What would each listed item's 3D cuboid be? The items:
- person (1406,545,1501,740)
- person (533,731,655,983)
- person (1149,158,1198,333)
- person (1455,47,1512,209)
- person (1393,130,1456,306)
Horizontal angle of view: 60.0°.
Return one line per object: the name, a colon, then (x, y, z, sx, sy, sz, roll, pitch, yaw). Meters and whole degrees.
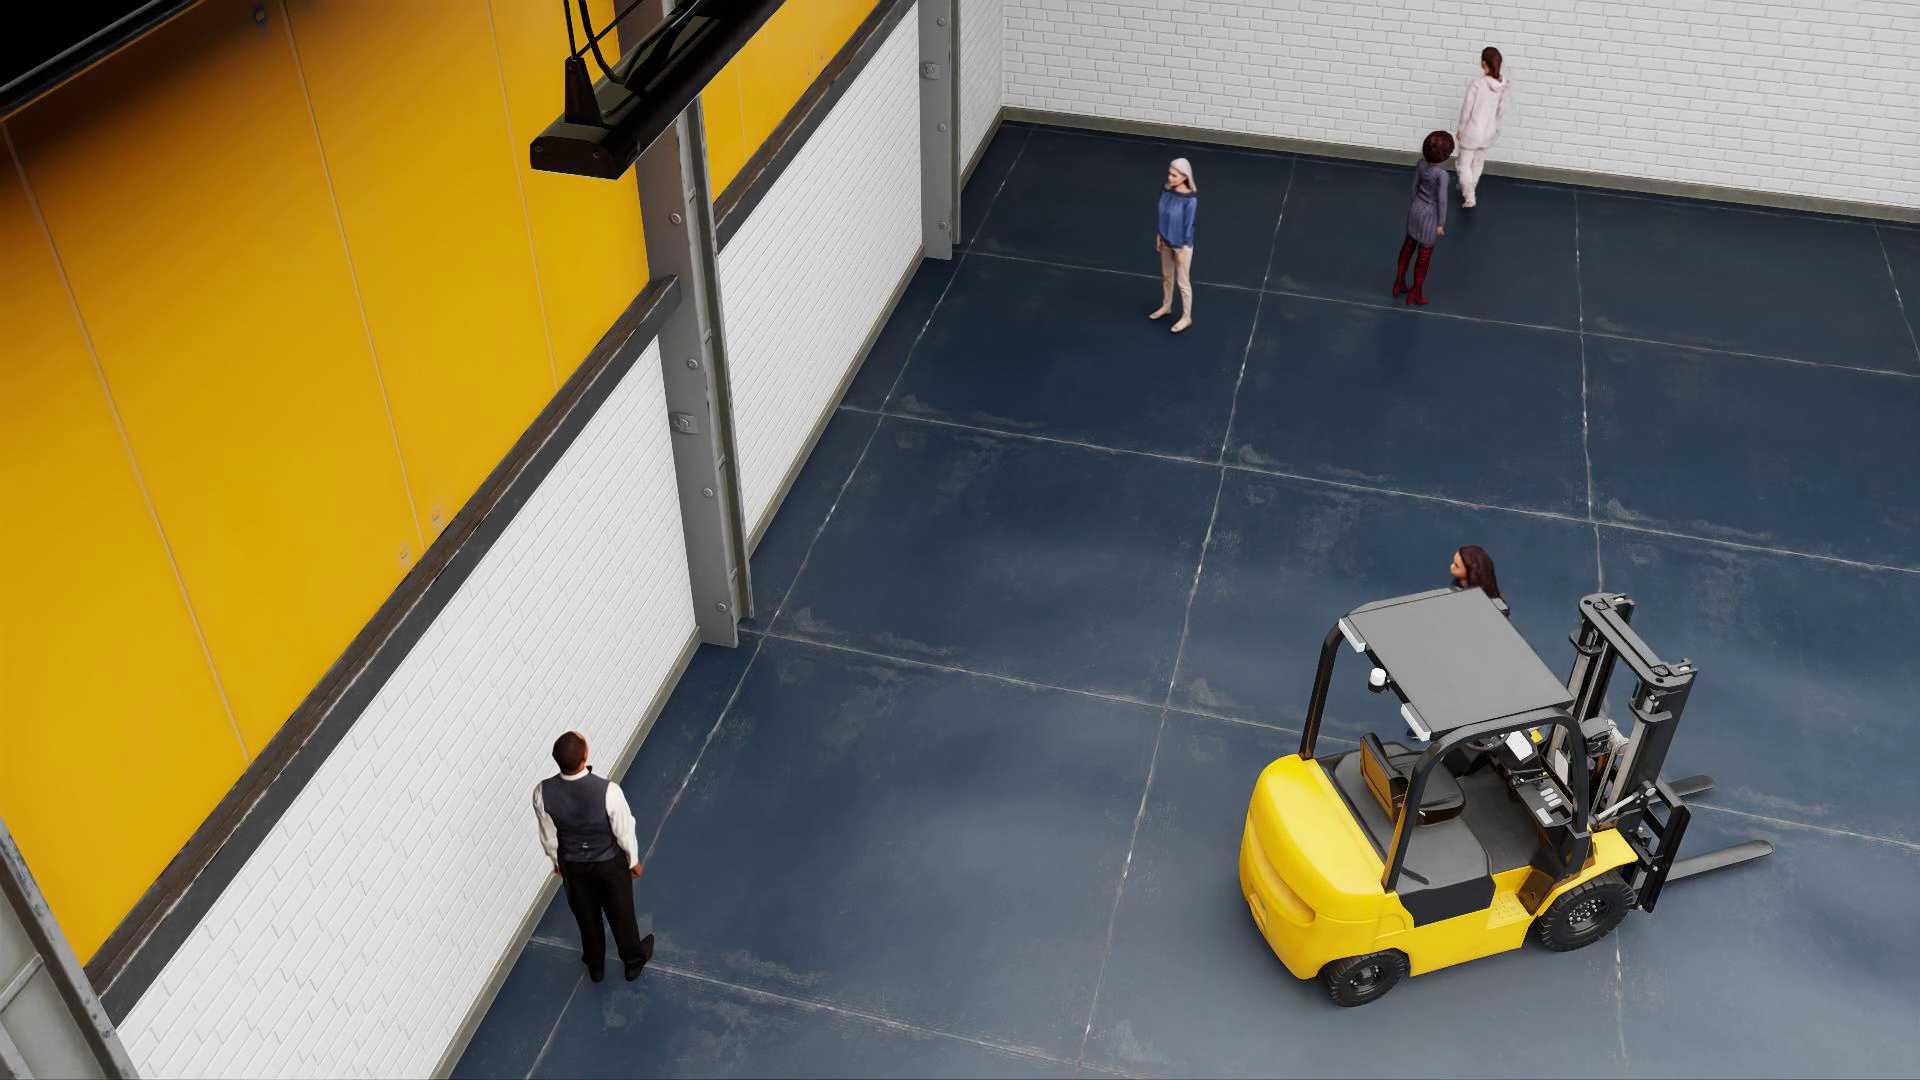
person: (3.366, 0.707, 11.052, 0.736, 1.603, 0.658, -1, 39, -1)
person: (-2.079, 1.808, 9.419, 0.747, 1.919, 0.681, 0, 39, 0)
person: (1.994, -2.729, 15.281, 0.756, 1.695, 0.714, -25, 45, -28)
person: (5.377, -4.224, 17.162, 0.856, 1.683, 0.968, -9, 39, -11)
person: (4.369, -3.033, 15.649, 0.719, 1.710, 0.647, -18, 42, -21)
